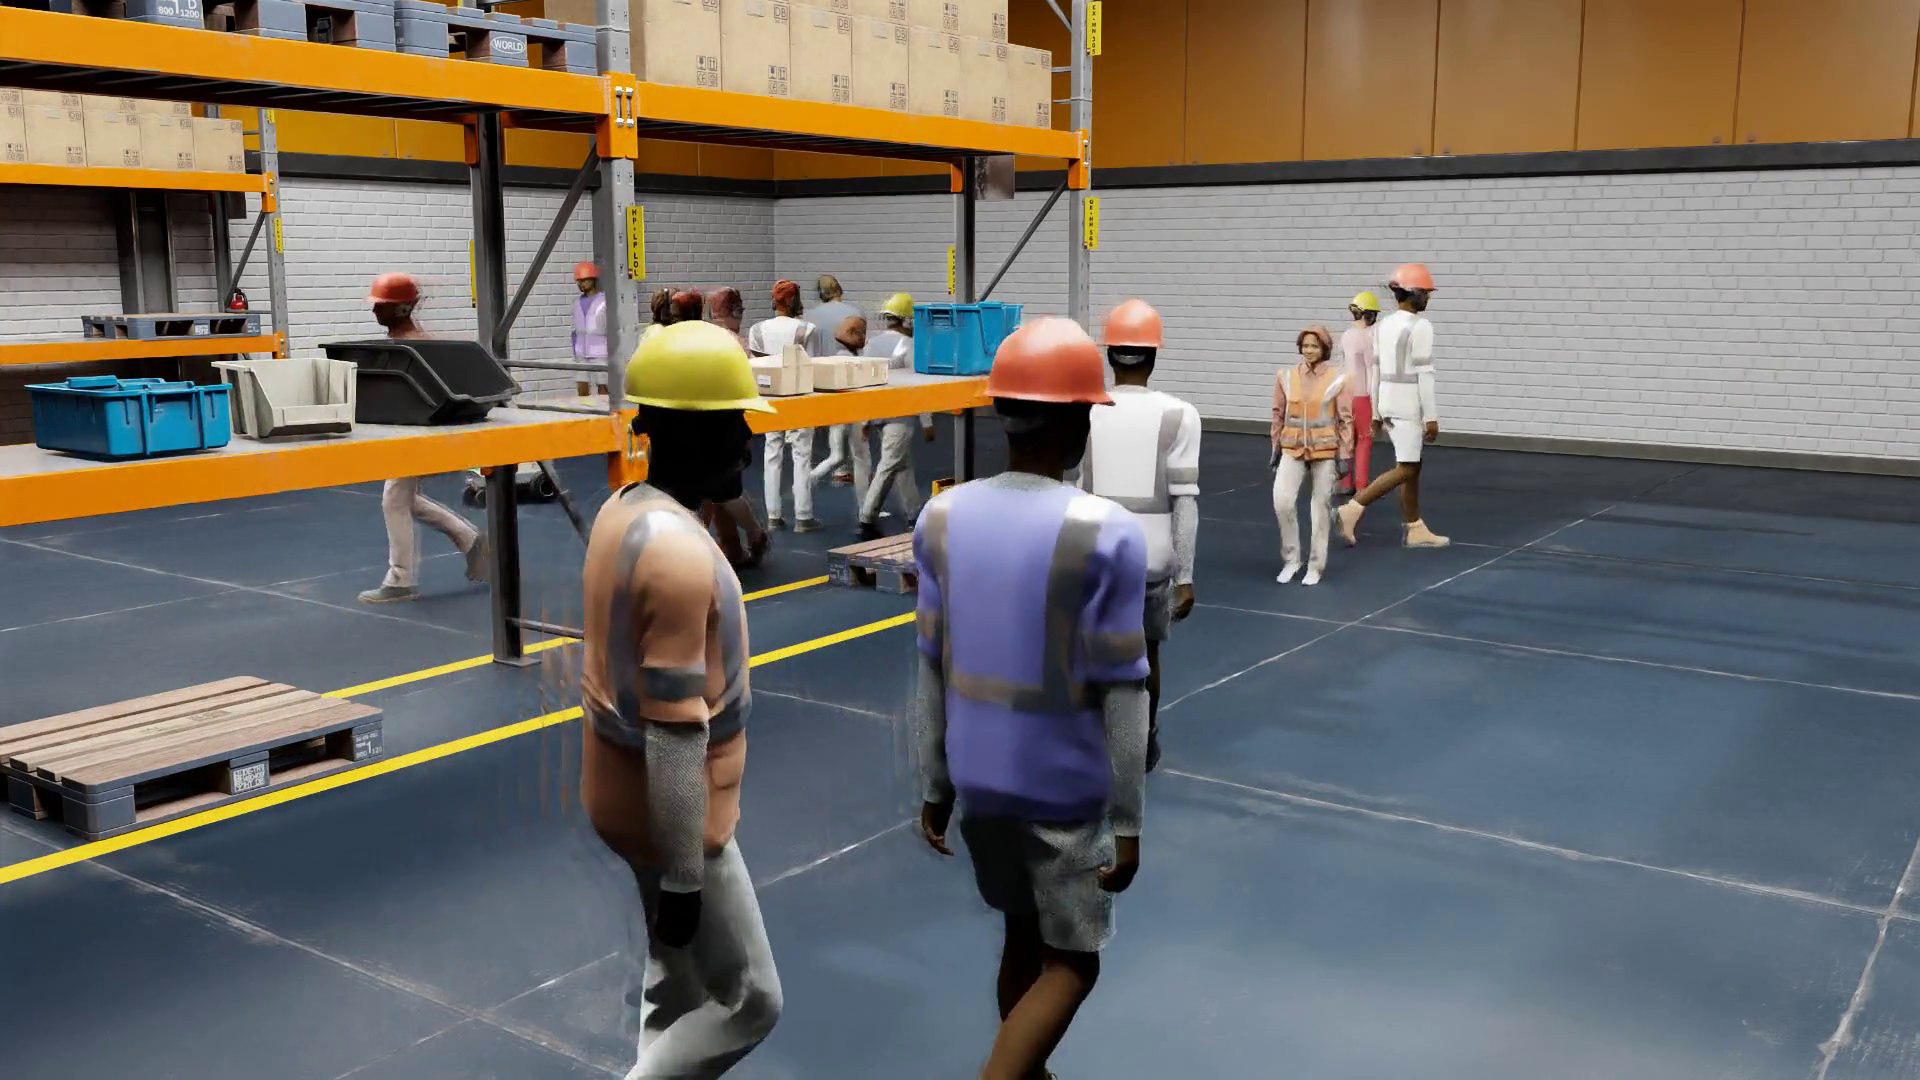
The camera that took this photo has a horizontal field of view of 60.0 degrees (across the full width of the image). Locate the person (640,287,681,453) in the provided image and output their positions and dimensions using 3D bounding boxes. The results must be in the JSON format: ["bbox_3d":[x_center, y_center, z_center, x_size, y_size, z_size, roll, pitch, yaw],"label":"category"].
[{"bbox_3d":[-1.988,-0.802,11.408,0.430,1.845,0.624,-2,10,-13],"label":"person"}]

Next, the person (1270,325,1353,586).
[{"bbox_3d":[2.154,-0.510,10.287,0.547,1.619,0.456,5,11,29],"label":"person"}]

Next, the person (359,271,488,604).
[{"bbox_3d":[-3.236,-0.621,9.956,0.769,1.969,0.626,-6,11,-30],"label":"person"}]

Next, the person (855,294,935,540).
[{"bbox_3d":[-0.490,-0.904,12.211,0.898,1.793,0.603,-8,12,-38],"label":"person"}]

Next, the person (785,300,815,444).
[{"bbox_3d":[-1.816,-1.876,18.405,0.511,1.640,0.308,-5,11,-25],"label":"person"}]

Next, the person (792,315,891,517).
[{"bbox_3d":[-0.947,-0.961,13.066,0.713,1.606,0.519,-2,10,-10],"label":"person"}]

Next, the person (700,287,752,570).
[{"bbox_3d":[-1.515,-0.663,10.557,0.928,1.851,0.745,-9,13,-42],"label":"person"}]

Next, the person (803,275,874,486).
[{"bbox_3d":[-1.055,-1.405,14.865,0.696,1.893,0.460,5,11,27],"label":"person"}]

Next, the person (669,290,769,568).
[{"bbox_3d":[-1.611,-0.676,10.653,0.583,1.853,0.930,6,12,34],"label":"person"}]

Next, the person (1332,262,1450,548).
[{"bbox_3d":[3.023,-0.913,11.569,0.893,2.021,0.614,-2,10,-11],"label":"person"}]

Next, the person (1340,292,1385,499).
[{"bbox_3d":[3.420,-1.226,14.177,0.329,1.758,0.537,-3,10,-15],"label":"person"}]

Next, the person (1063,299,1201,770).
[{"bbox_3d":[0.610,0.050,6.228,0.558,1.887,1.032,2,10,11],"label":"person"}]

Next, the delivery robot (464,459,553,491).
[{"bbox_3d":[-3.771,-0.619,13.862,0.707,0.478,0.477,-8,12,-39],"label":"delivery robot"}]

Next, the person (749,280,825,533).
[{"bbox_3d":[-1.293,-0.984,12.428,0.588,1.893,0.462,3,10,17],"label":"person"}]

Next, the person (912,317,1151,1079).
[{"bbox_3d":[0.109,0.504,3.439,0.554,1.916,0.793,7,12,35],"label":"person"}]

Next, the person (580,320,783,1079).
[{"bbox_3d":[-0.583,0.527,3.301,0.481,1.913,0.594,-4,10,-22],"label":"person"}]

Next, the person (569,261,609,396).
[{"bbox_3d":[-4.057,-2.094,18.584,0.615,2.019,0.781,4,10,22],"label":"person"}]
